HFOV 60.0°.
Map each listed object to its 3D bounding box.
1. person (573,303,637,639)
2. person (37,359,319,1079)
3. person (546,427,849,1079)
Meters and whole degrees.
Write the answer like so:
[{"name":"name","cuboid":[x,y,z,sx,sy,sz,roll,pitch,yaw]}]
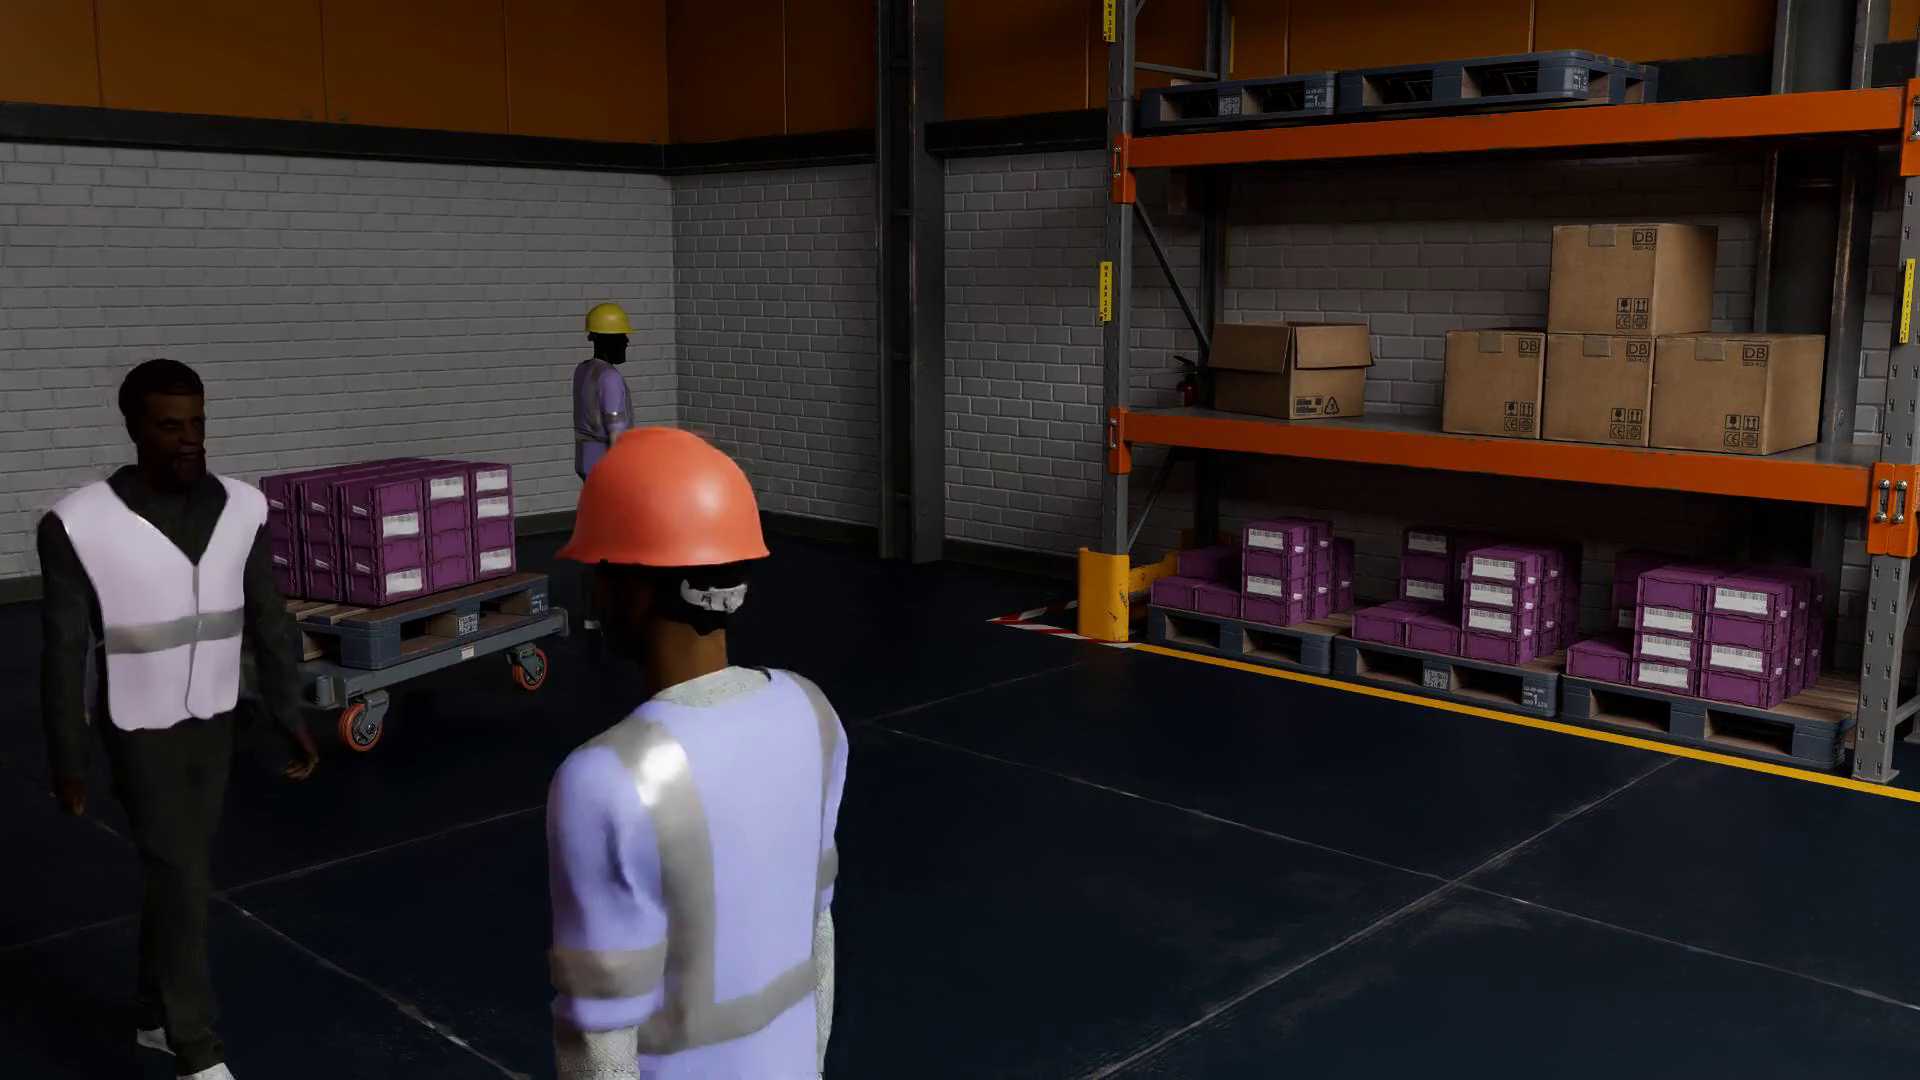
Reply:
[{"name":"person","cuboid":[-2.021,-0.395,9.582,0.366,1.927,0.591,-6,11,-32]},{"name":"person","cuboid":[-1.936,0.492,4.244,0.841,1.886,0.594,5,10,27]},{"name":"person","cuboid":[-0.301,0.806,2.266,0.757,1.918,0.549,5,11,29]}]
